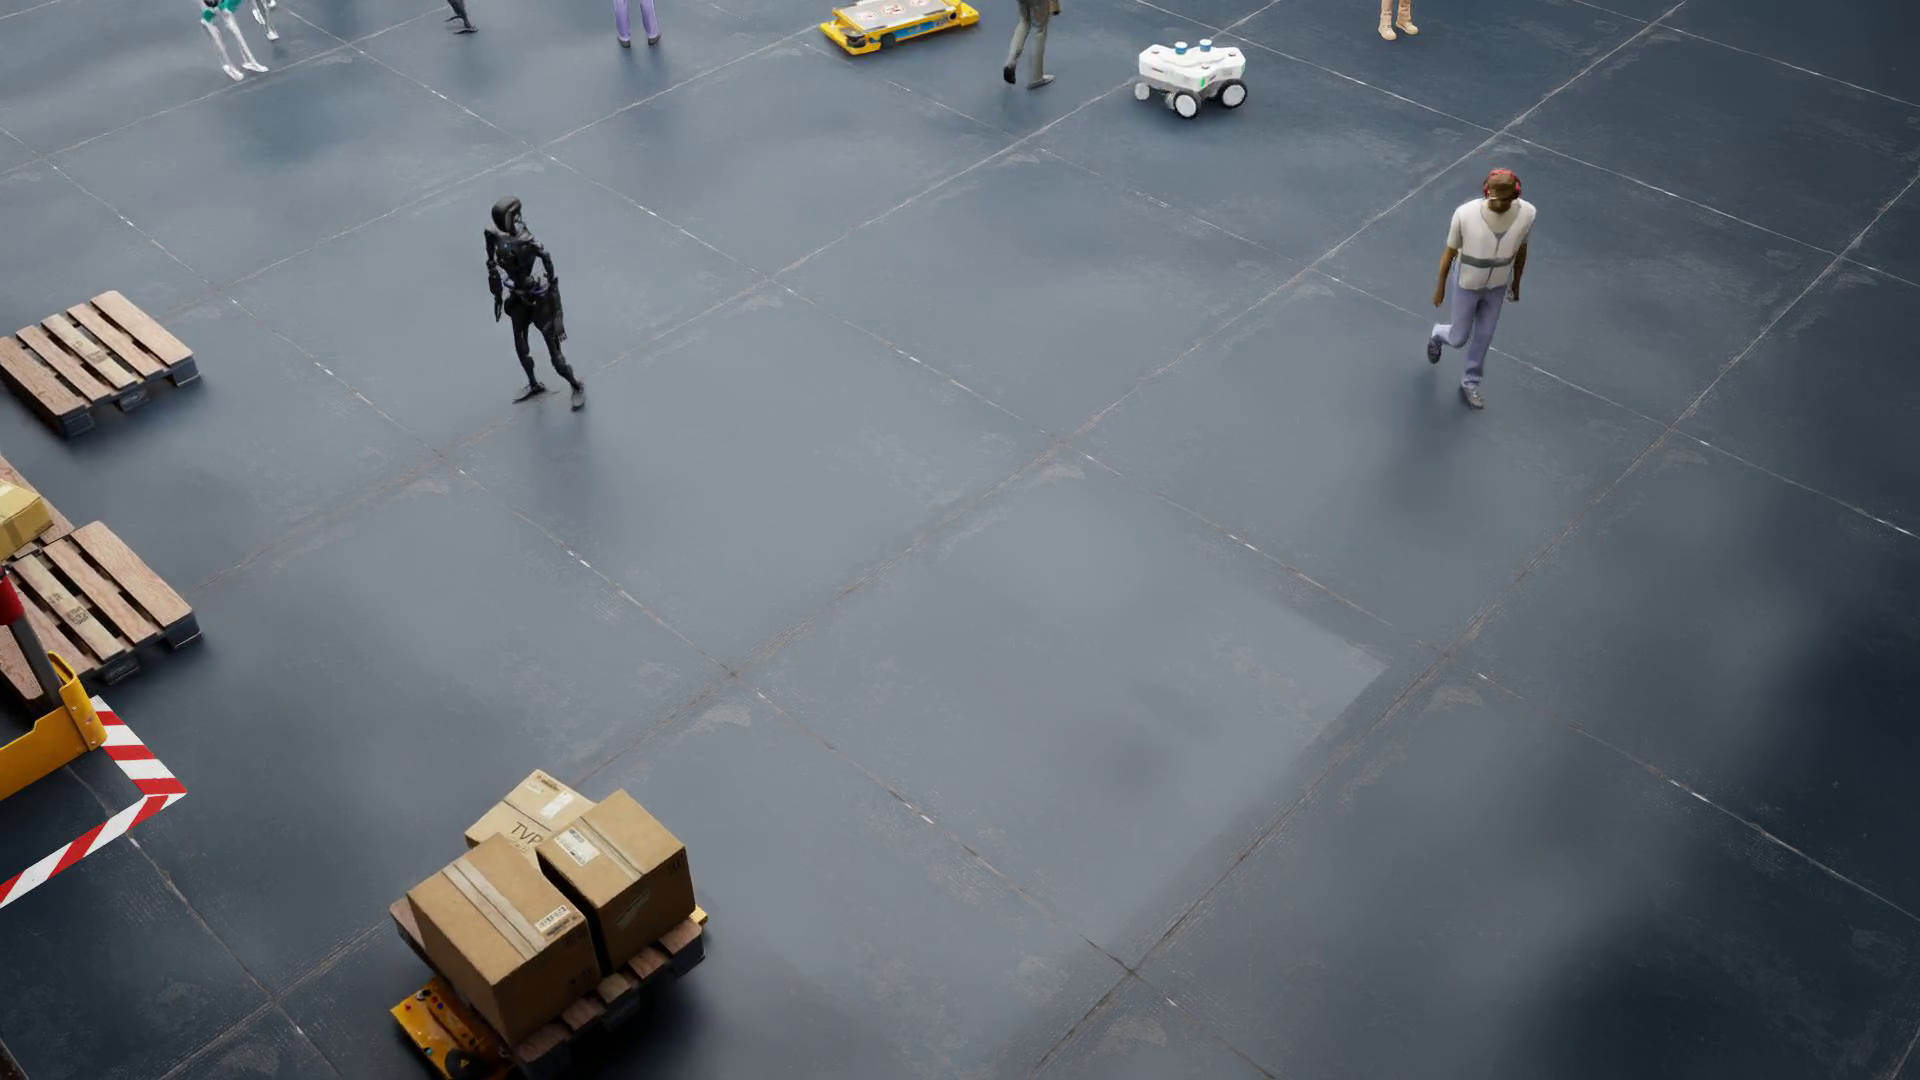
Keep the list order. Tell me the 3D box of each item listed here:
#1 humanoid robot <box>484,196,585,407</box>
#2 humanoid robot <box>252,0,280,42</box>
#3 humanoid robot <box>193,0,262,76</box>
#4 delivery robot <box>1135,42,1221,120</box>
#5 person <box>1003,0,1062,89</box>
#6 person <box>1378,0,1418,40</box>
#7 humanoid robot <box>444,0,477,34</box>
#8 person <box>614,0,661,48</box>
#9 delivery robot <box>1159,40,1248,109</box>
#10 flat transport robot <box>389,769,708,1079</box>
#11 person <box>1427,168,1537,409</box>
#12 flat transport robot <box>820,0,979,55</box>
[{"bbox_3d":[-2.900,-1.617,11.265,0.600,1.639,0.387,18,45,19],"label":"humanoid robot"},{"bbox_3d":[-6.637,-5.448,15.516,0.530,1.747,1.067,-25,48,-25],"label":"humanoid robot"},{"bbox_3d":[-6.719,-4.957,14.945,0.816,1.788,0.564,20,46,21],"label":"humanoid robot"},{"bbox_3d":[1.965,-4.174,14.943,0.774,0.583,0.499,26,48,26],"label":"delivery robot"},{"bbox_3d":[0.624,-4.894,14.806,0.630,1.819,0.464,32,51,30],"label":"person"},{"bbox_3d":[4.256,-5.598,15.642,0.491,1.744,0.304,-19,45,-20],"label":"person"},{"bbox_3d":[-4.892,-5.599,15.695,0.360,1.653,0.600,-3,42,-4],"label":"humanoid robot"},{"bbox_3d":[-3.113,-5.474,15.437,0.562,1.837,0.391,-7,43,-8],"label":"person"},{"bbox_3d":[2.209,-4.205,15.000,0.815,0.614,0.499,-7,42,-7],"label":"delivery robot"},{"bbox_3d":[-2.016,2.075,8.220,0.659,0.231,1.431,33,52,31],"label":"flat transport robot"},{"bbox_3d":[3.523,-1.774,11.337,0.607,1.821,0.569,-7,42,-8],"label":"person"},{"bbox_3d":[-0.585,-5.075,16.167,1.431,0.231,0.659,-23,47,-24],"label":"flat transport robot"}]
